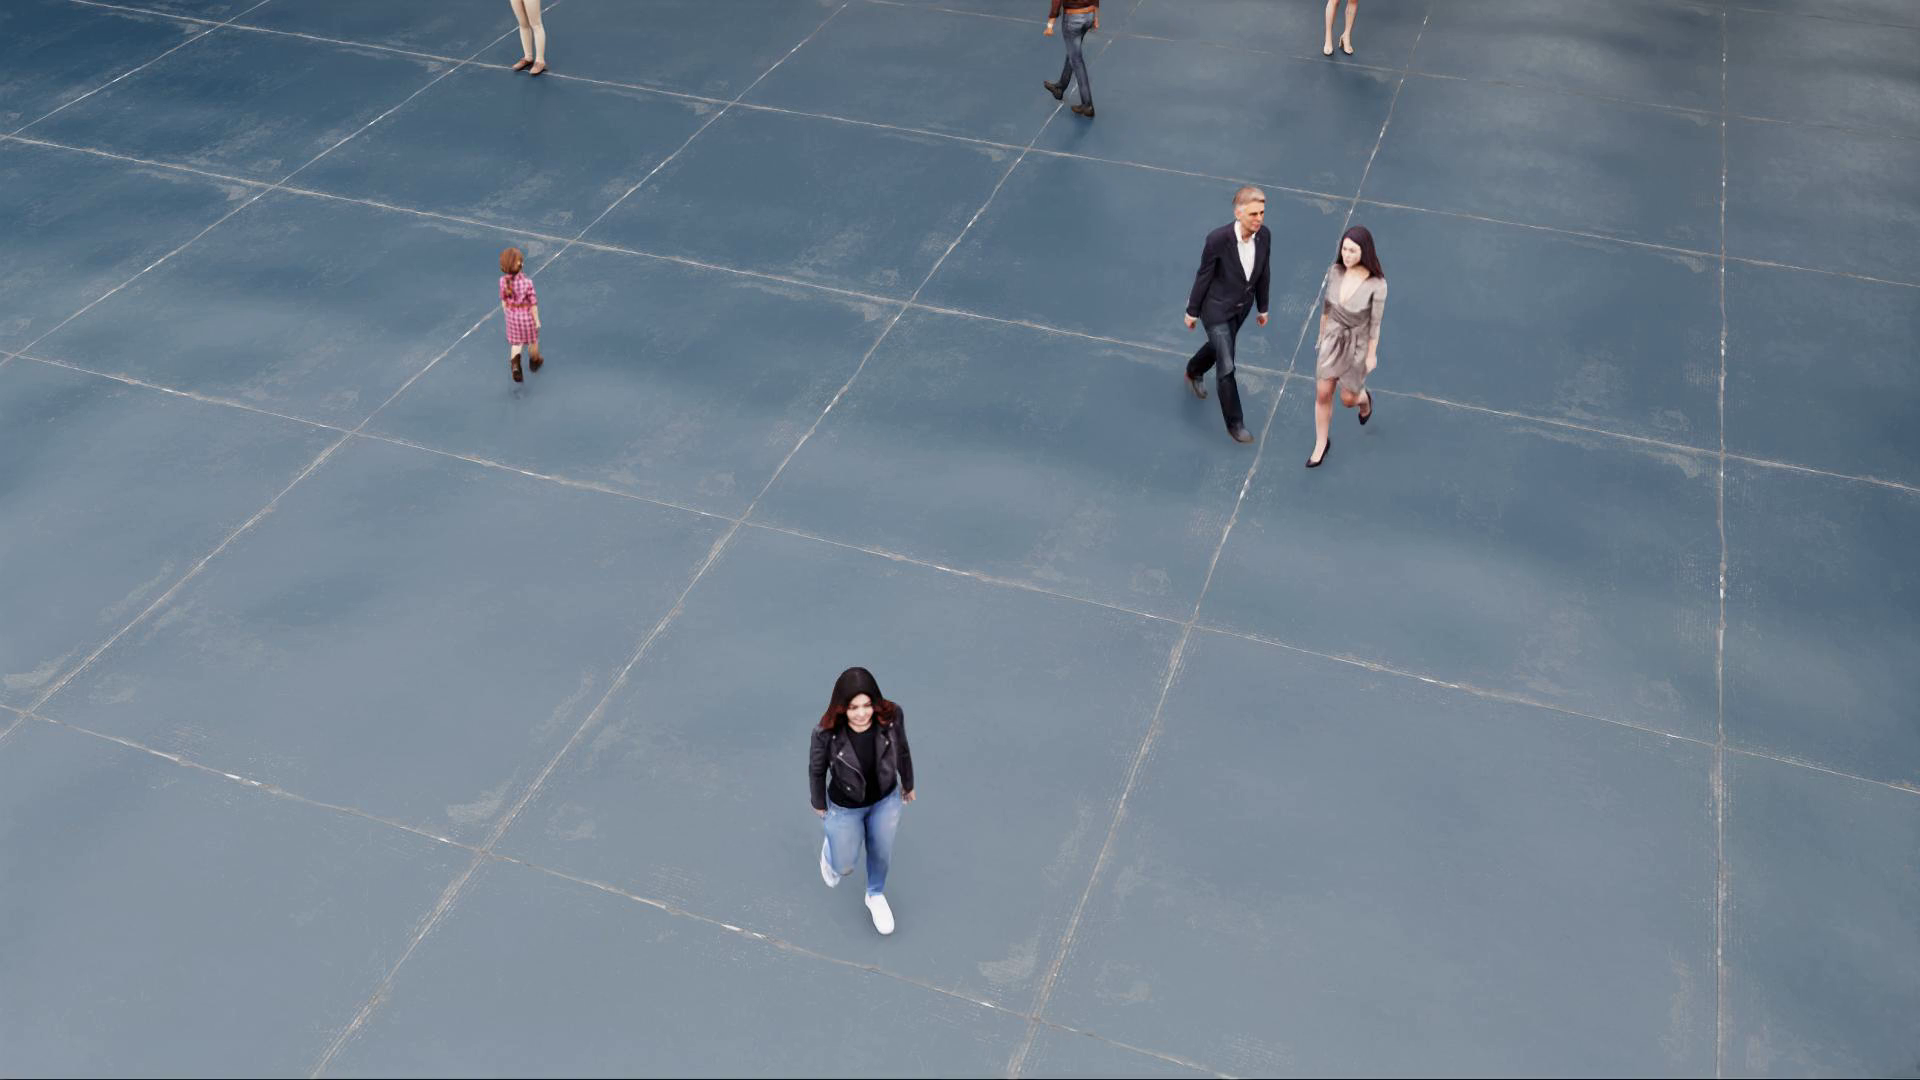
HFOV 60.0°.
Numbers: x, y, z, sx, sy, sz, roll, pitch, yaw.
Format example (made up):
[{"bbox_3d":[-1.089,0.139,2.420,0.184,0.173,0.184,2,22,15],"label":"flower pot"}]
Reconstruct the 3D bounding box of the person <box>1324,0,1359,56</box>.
[{"bbox_3d":[3.886,-5.723,16.536,0.755,1.772,0.778,-3,38,-4],"label":"person"}]

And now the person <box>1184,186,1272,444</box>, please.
[{"bbox_3d":[1.776,-1.619,11.298,1.209,1.762,1.255,-15,40,-18],"label":"person"}]

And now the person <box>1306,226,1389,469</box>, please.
[{"bbox_3d":[2.566,-1.269,10.877,0.816,1.730,0.995,30,47,32],"label":"person"}]

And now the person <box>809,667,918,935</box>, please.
[{"bbox_3d":[-0.485,1.170,7.848,0.856,1.621,0.918,-15,40,-18],"label":"person"}]

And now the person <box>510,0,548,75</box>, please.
[{"bbox_3d":[-4.256,-5.436,16.266,0.655,1.653,0.584,13,40,16],"label":"person"}]

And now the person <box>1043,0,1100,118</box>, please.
[{"bbox_3d":[1.129,-4.751,15.313,1.021,1.749,0.982,-31,47,-33],"label":"person"}]

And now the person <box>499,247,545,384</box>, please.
[{"bbox_3d":[-3.149,-1.593,11.874,0.506,1.012,0.706,5,38,7],"label":"person"}]
